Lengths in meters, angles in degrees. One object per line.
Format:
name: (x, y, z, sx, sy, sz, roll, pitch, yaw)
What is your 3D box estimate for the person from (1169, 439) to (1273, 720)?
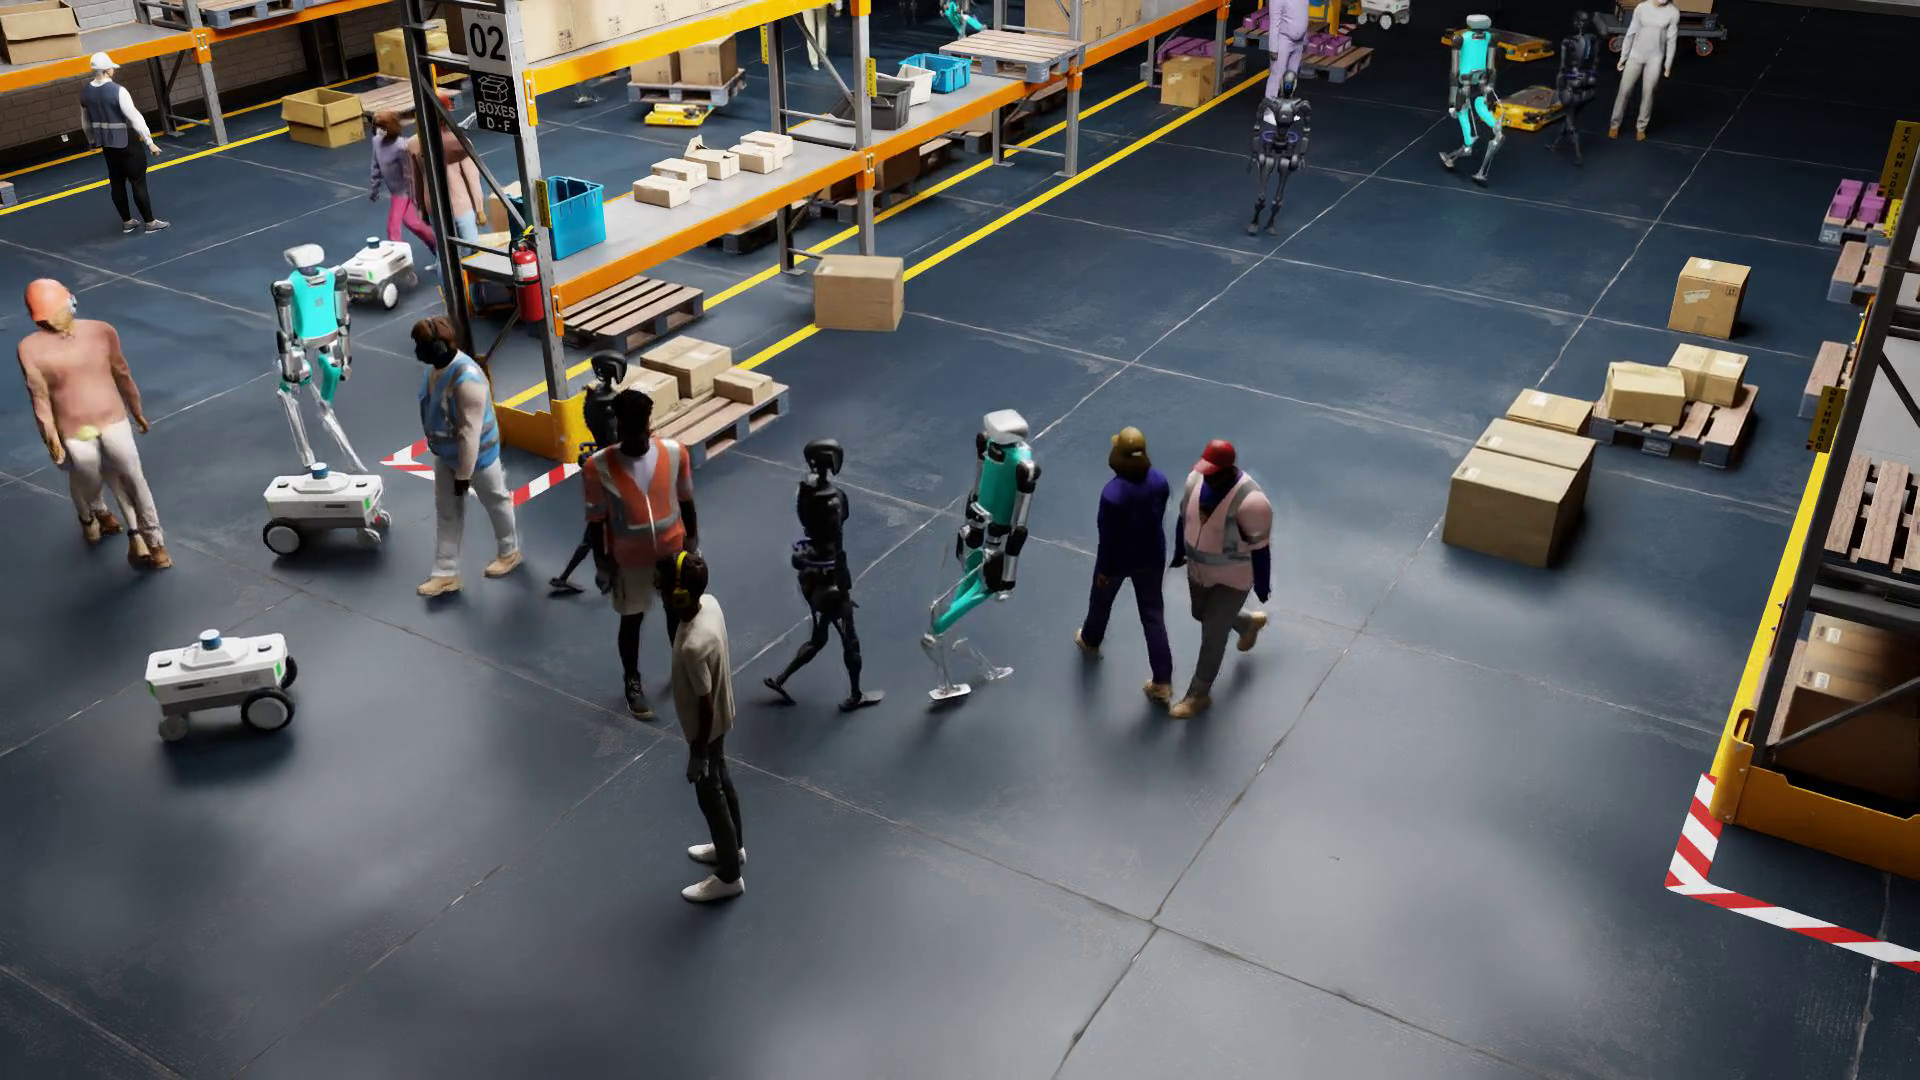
person: (1.493, 0.127, 9.260, 0.789, 1.710, 0.621, -22, 36, -34)

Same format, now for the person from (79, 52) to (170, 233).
person: (-8.224, -3.876, 16.290, 0.762, 1.752, 0.449, 6, 30, 10)

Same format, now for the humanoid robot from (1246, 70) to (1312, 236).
humanoid robot: (3.084, -3.754, 16.160, 0.585, 1.645, 0.397, 1, 30, 2)

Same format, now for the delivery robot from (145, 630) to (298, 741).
delivery robot: (-4.098, 0.782, 9.287, 0.811, 0.613, 0.499, -9, 31, -15)

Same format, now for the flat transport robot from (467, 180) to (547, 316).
flat transport robot: (-3.895, -2.288, 14.990, 1.431, 0.231, 0.659, -11, 31, -19)

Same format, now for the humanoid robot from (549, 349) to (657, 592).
humanoid robot: (-2.236, -0.387, 10.263, 0.752, 1.626, 0.591, -11, 31, -18)

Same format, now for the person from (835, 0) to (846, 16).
person: (-1.725, -8.967, 25.159, 0.643, 1.890, 0.981, 4, 30, 7)

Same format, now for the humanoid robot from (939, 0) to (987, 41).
humanoid robot: (0.136, -7.097, 22.017, 0.974, 1.762, 0.550, -25, 38, -37)

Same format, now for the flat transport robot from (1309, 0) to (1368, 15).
flat transport robot: (5.753, -8.308, 25.638, 1.431, 0.231, 0.659, 21, 36, 32)

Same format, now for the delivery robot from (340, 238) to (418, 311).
delivery robot: (-5.225, -2.392, 14.897, 0.499, 0.609, 0.794, 8, 30, 13)

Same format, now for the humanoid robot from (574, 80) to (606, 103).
humanoid robot: (-4.717, -6.149, 20.359, 0.555, 1.792, 0.836, 21, 36, 32)

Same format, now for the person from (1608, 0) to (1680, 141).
person: (7.878, -5.526, 19.085, 0.580, 1.877, 0.410, 12, 31, 20)

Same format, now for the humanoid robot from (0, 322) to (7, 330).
humanoid robot: (-8.452, -2.517, 13.961, 0.607, 1.649, 0.325, -24, 37, -35)

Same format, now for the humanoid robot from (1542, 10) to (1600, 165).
humanoid robot: (6.821, -5.012, 18.421, 0.611, 1.639, 0.679, -13, 32, -22)

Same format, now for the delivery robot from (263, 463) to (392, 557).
delivery robot: (-4.232, -0.217, 11.054, 0.807, 0.613, 0.499, -1, 29, -1)

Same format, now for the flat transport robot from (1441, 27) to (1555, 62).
flat transport robot: (7.500, -6.927, 23.195, 0.659, 0.231, 1.431, -19, 35, -30)

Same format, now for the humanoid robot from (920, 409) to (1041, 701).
humanoid robot: (0.006, 0.173, 9.171, 0.885, 1.774, 0.530, -15, 33, -25)

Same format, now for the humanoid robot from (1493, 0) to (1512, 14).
humanoid robot: (8.317, -8.769, 25.085, 0.616, 1.689, 0.529, 6, 30, 11)

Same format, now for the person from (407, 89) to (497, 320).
person: (-4.363, -2.861, 14.265, 0.618, 1.990, 0.396, 6, 30, 11)

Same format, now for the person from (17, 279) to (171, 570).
person: (-5.565, -0.786, 10.629, 0.631, 1.956, 0.877, -21, 36, -33)

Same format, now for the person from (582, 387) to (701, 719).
person: (-1.718, 0.061, 9.143, 0.625, 1.956, 0.375, -15, 33, -24)

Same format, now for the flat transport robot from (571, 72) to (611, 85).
flat transport robot: (-5.367, -6.265, 22.024, 1.431, 0.231, 0.659, 20, 35, 31)

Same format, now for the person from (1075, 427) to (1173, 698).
person: (0.982, 0.115, 9.406, 0.434, 1.577, 0.868, -10, 31, -17)

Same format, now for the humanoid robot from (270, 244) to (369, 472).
humanoid robot: (-4.616, -1.272, 11.713, 0.827, 1.772, 0.535, 23, 37, 35)

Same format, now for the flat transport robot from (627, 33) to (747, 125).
flat transport robot: (-3.333, -5.383, 20.463, 0.659, 0.231, 1.431, 5, 30, 8)

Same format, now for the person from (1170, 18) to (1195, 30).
person: (3.213, -8.339, 24.241, 0.567, 1.689, 0.934, 14, 32, 23)

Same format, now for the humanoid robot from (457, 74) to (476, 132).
humanoid robot: (-5.509, -5.570, 19.294, 1.020, 1.732, 0.550, -26, 38, -37)

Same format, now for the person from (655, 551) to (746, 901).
person: (-1.209, 0.873, 7.773, 0.309, 1.868, 0.529, -1, 29, -1)

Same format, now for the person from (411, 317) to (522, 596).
person: (-3.142, -0.494, 10.254, 0.625, 1.799, 0.865, 21, 36, 33)

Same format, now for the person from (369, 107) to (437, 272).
person: (-5.120, -3.187, 15.227, 0.690, 1.589, 0.505, -19, 34, -29)

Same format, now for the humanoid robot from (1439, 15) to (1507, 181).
humanoid robot: (5.508, -4.636, 17.654, 0.530, 1.717, 1.043, -7, 30, -12)

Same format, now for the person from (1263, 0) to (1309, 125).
person: (3.904, -5.899, 19.730, 0.633, 1.900, 0.402, -24, 37, -36)

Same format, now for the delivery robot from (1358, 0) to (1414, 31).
delivery robot: (6.272, -7.825, 24.502, 0.499, 0.603, 0.807, -21, 36, -33)

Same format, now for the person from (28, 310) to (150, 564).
person: (-5.612, -0.729, 10.629, 0.487, 1.857, 0.887, -20, 35, -31)

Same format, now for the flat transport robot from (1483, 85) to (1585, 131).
flat transport robot: (7.006, -5.260, 20.246, 0.659, 0.231, 1.431, 24, 37, 36)

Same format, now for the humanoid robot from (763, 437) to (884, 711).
humanoid robot: (-0.797, 0.210, 9.175, 0.613, 1.646, 0.611, -12, 32, -21)

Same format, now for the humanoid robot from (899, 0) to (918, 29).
humanoid robot: (-0.790, -8.305, 24.206, 0.590, 1.645, 0.555, 1, 29, 1)

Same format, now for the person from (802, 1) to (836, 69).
person: (-1.968, -7.212, 22.202, 0.593, 1.731, 0.563, -6, 30, -10)
